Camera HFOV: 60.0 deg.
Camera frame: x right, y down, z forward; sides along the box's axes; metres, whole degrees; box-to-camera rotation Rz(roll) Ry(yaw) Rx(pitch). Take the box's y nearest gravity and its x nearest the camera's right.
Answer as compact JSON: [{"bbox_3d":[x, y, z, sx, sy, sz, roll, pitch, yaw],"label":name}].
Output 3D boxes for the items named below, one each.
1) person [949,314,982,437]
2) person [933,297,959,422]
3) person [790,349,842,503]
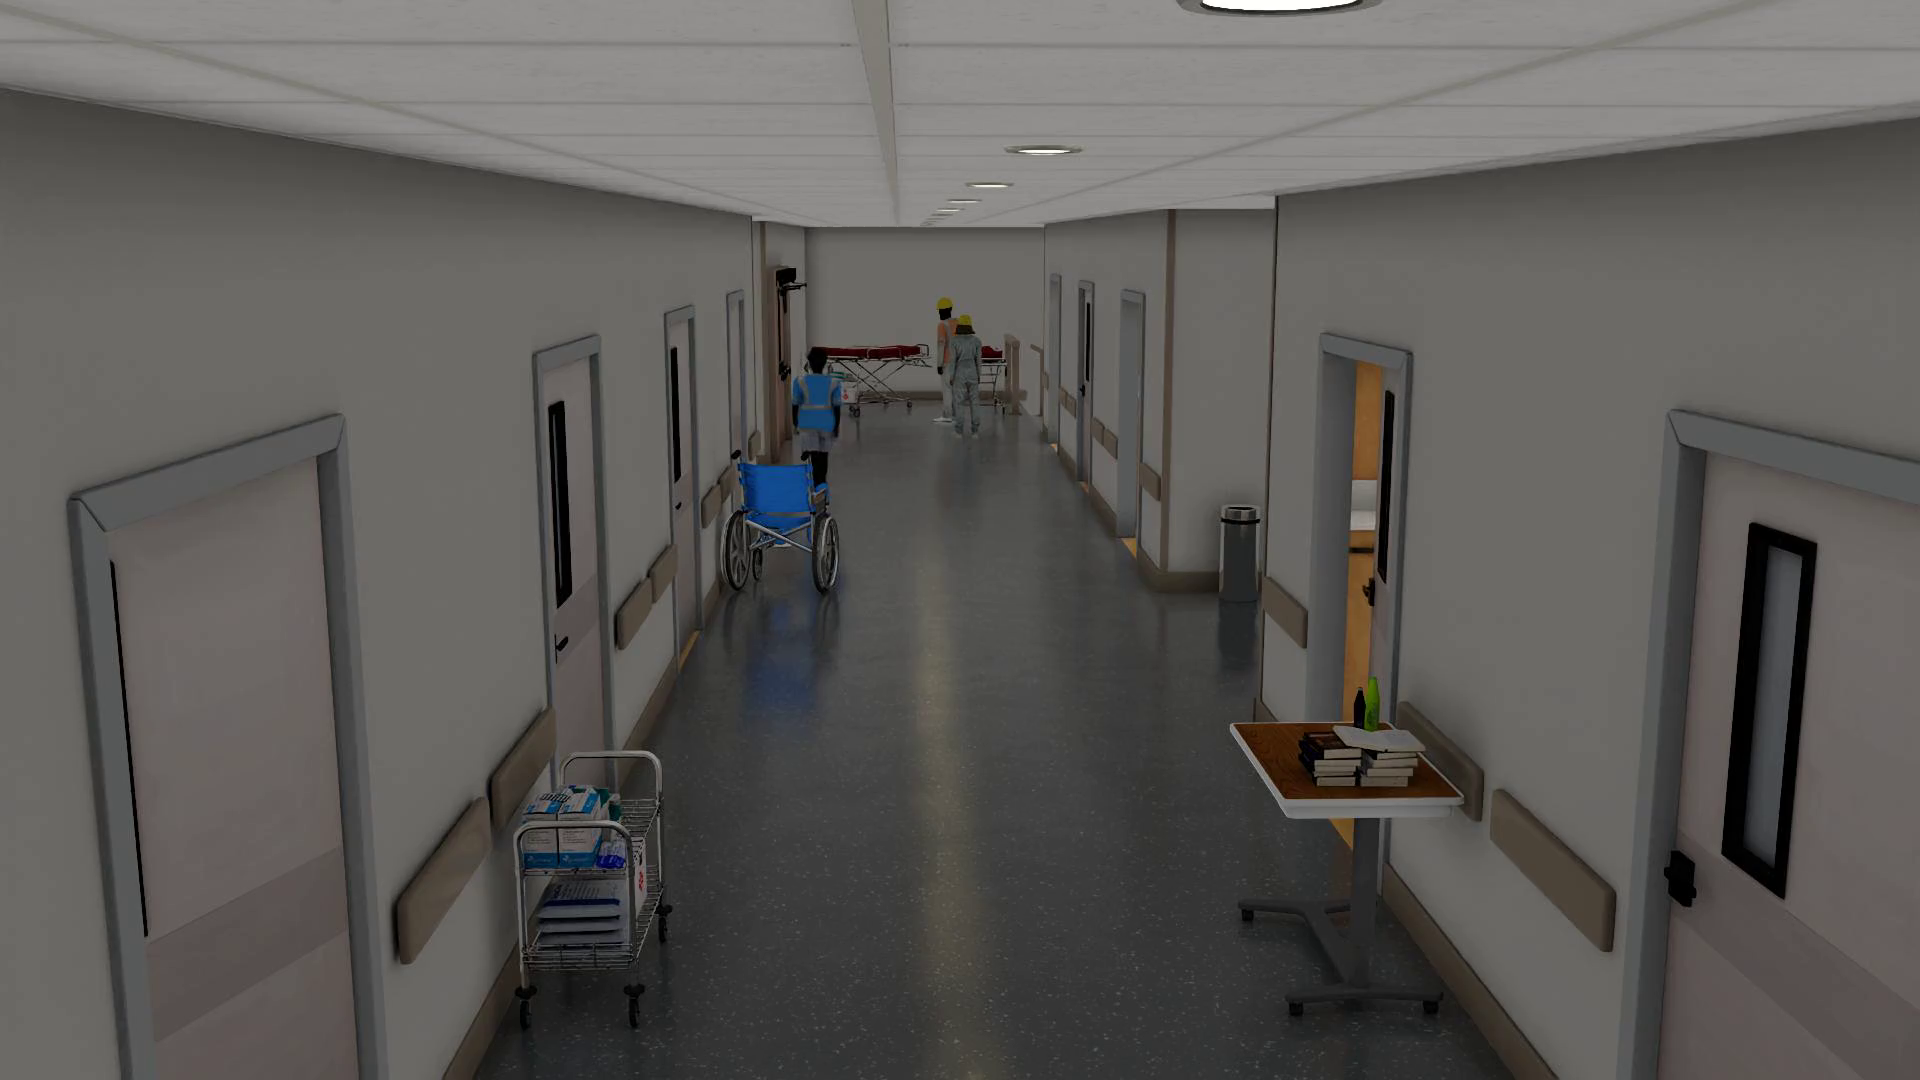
[{"bbox_3d":[0.071,-2.340,23.727,0.487,1.744,0.294,-3,11,-18],"label":"person"},{"bbox_3d":[-0.195,-2.773,25.657,0.392,1.918,0.585,6,12,32],"label":"person"},{"bbox_3d":[-1.536,-1.220,17.777,0.531,1.637,0.920,-3,11,-17],"label":"person"}]
